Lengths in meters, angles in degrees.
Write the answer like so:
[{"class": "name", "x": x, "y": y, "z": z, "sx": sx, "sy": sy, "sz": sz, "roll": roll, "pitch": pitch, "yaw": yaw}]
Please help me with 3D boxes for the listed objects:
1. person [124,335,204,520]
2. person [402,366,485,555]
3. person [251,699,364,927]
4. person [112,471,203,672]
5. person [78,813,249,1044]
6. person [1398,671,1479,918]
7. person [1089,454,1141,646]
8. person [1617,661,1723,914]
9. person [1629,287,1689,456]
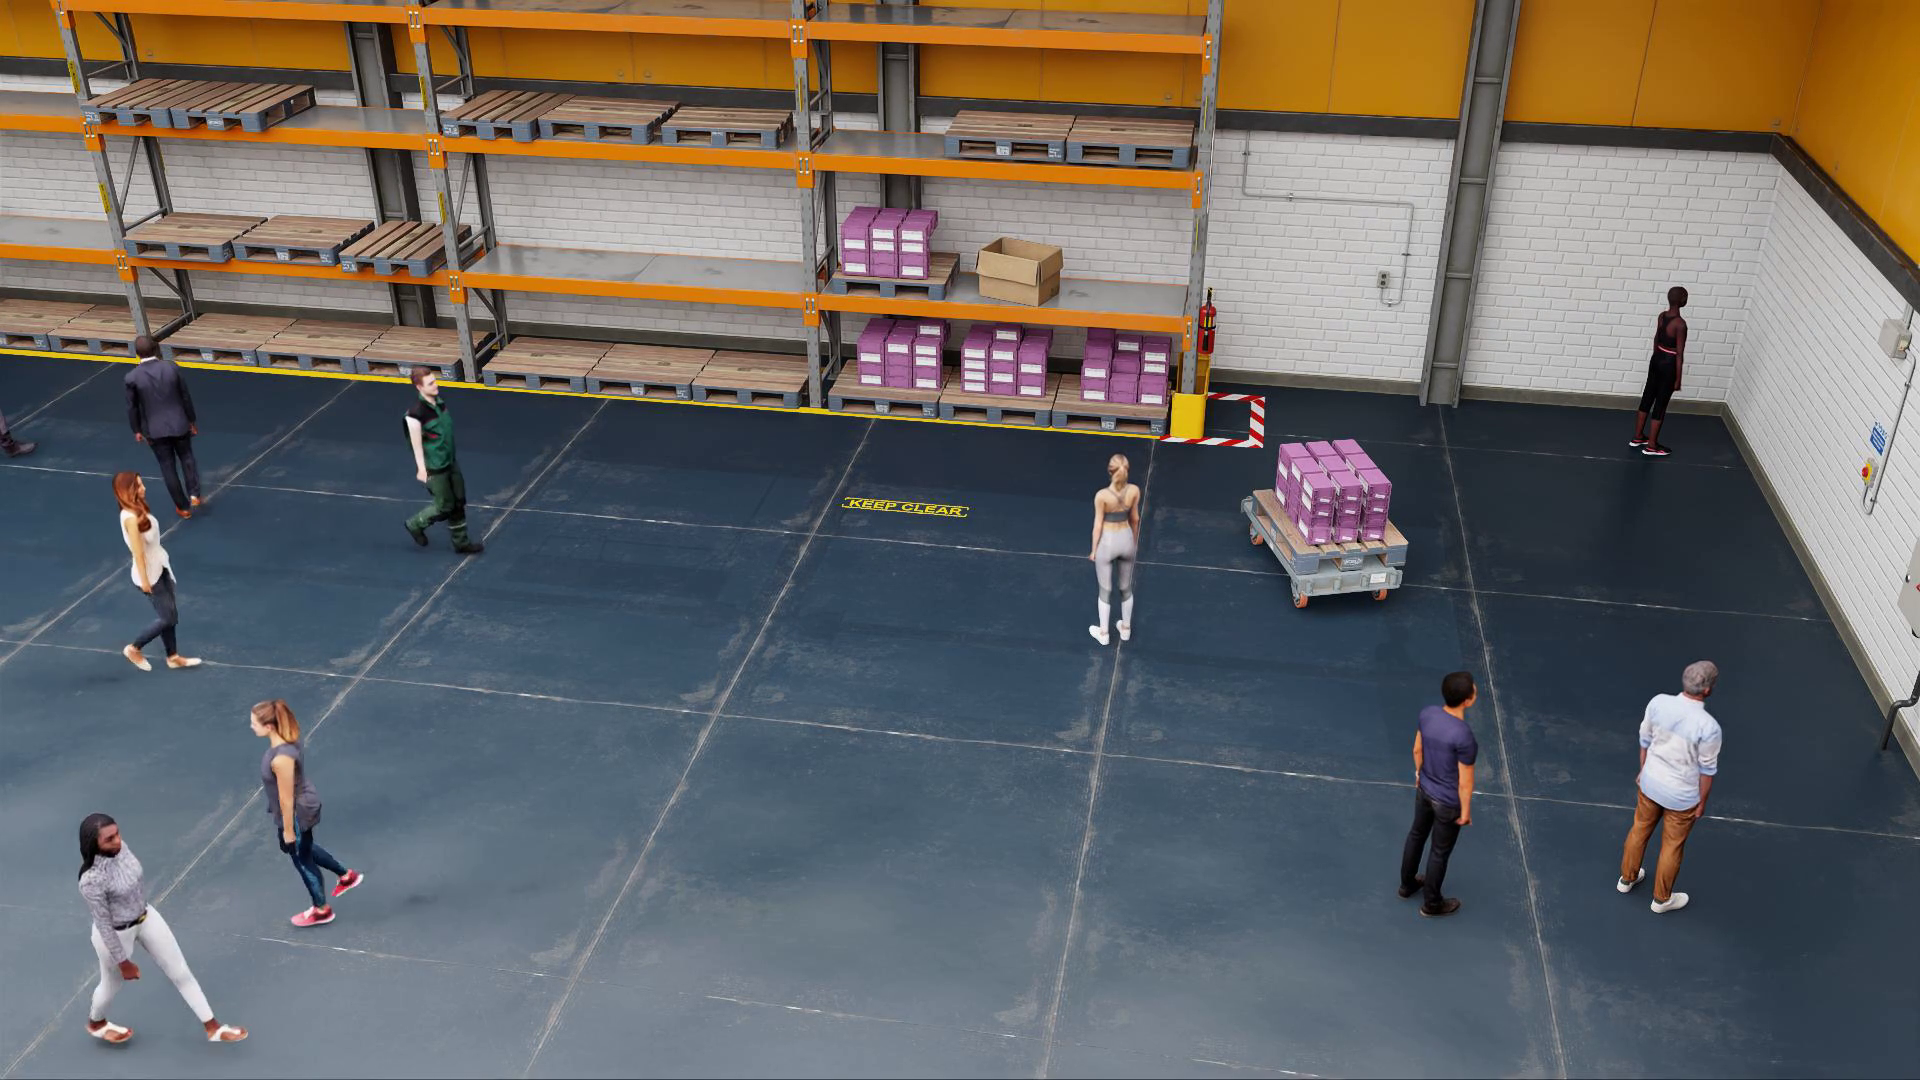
[{"class": "person", "x": -7.346, "y": -1.016, "z": 15.443, "sx": 0.826, "sy": 1.814, "sz": 0.884, "roll": -18, "pitch": 34, "yaw": -30}, {"class": "person", "x": -4.715, "y": -0.693, "z": 14.837, "sx": 0.921, "sy": 1.828, "sz": 0.654, "roll": 6, "pitch": 29, "yaw": 11}, {"class": "person", "x": -4.100, "y": 1.726, "z": 10.521, "sx": 0.814, "sy": 1.714, "sz": 0.723, "roll": -8, "pitch": 30, "yaw": -15}, {"class": "person", "x": -6.474, "y": 0.277, "z": 13.117, "sx": 0.880, "sy": 1.772, "sz": 0.772, "roll": -8, "pitch": 30, "yaw": -15}, {"class": "person", "x": -4.855, "y": 2.288, "z": 9.536, "sx": 1.185, "sy": 1.670, "sz": 0.601, "roll": 4, "pitch": 29, "yaw": 8}, {"class": "person", "x": 3.068, "y": 1.614, "z": 10.644, "sx": 0.748, "sy": 1.793, "sz": 0.713, "roll": -15, "pitch": 32, "yaw": -26}, {"class": "person", "x": 1.270, "y": 0.070, "z": 13.567, "sx": 0.618, "sy": 1.703, "sz": 0.710, "roll": -8, "pitch": 30, "yaw": -15}, {"class": "person", "x": 4.577, "y": 1.569, "z": 10.690, "sx": 0.815, "sy": 1.827, "sz": 0.757, "roll": -18, "pitch": 33, "yaw": -30}, {"class": "person", "x": 7.097, "y": -1.725, "z": 16.803, "sx": 0.660, "sy": 1.758, "sz": 0.656, "roll": -8, "pitch": 30, "yaw": -14}]
